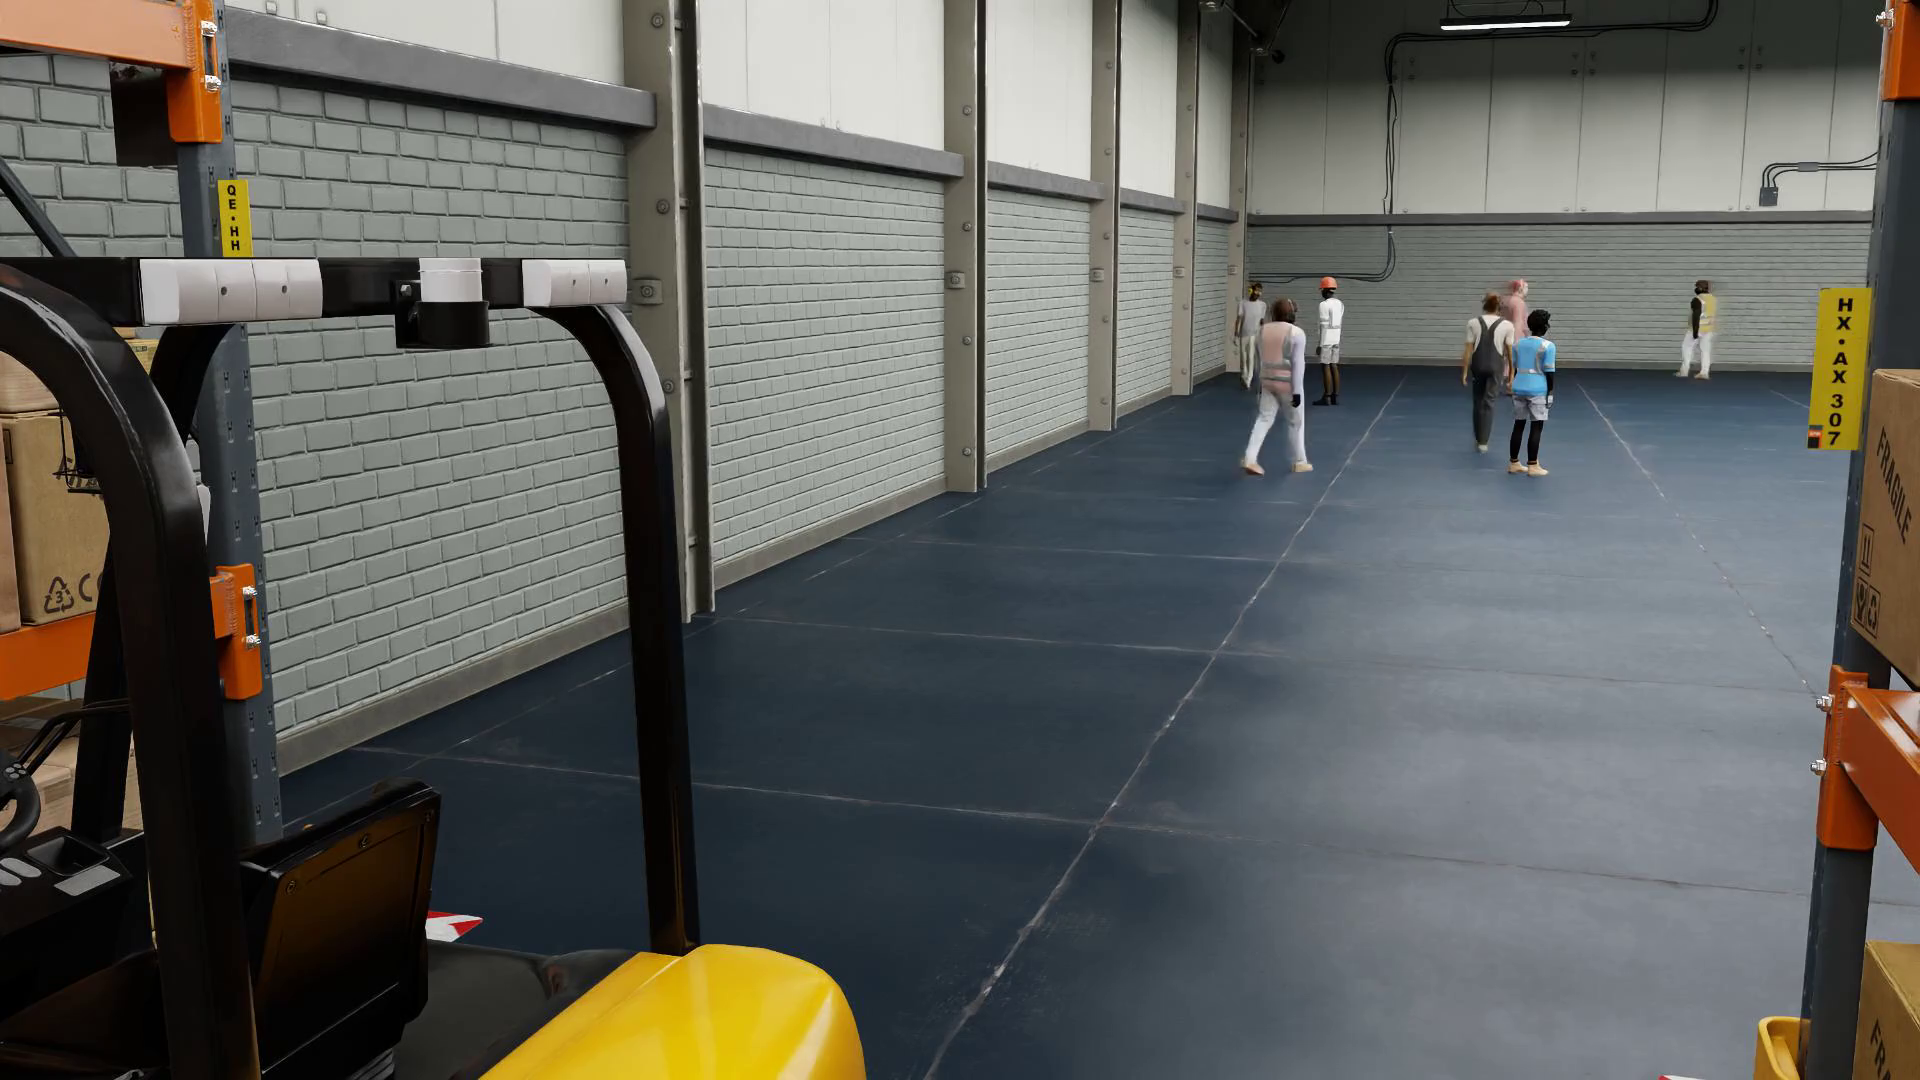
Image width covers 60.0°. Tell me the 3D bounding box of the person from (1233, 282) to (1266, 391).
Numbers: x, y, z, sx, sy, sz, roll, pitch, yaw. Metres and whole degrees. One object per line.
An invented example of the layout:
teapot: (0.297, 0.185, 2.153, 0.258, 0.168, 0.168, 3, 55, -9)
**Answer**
person: (4.912, -3.469, 28.241, 0.541, 1.829, 0.892, 1, 10, 8)

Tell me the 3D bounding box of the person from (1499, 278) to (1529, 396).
person: (8.826, -3.222, 26.566, 0.529, 1.896, 0.647, 1, 10, 3)

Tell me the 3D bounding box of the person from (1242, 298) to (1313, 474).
person: (3.237, -1.558, 16.941, 0.939, 1.805, 0.637, -8, 13, -40)

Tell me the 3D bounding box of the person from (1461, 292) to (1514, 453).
person: (6.081, -1.927, 19.088, 0.547, 1.807, 0.918, 5, 11, 26)

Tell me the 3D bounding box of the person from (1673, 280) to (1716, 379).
person: (13.634, -3.906, 30.865, 0.646, 1.812, 0.771, -6, 11, -32)

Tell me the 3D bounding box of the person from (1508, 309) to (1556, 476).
person: (5.801, -1.488, 16.850, 0.321, 1.689, 0.529, -6, 11, -30)

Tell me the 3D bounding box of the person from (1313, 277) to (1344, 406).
person: (5.517, -2.981, 25.002, 0.373, 1.934, 0.552, 9, 13, 43)
